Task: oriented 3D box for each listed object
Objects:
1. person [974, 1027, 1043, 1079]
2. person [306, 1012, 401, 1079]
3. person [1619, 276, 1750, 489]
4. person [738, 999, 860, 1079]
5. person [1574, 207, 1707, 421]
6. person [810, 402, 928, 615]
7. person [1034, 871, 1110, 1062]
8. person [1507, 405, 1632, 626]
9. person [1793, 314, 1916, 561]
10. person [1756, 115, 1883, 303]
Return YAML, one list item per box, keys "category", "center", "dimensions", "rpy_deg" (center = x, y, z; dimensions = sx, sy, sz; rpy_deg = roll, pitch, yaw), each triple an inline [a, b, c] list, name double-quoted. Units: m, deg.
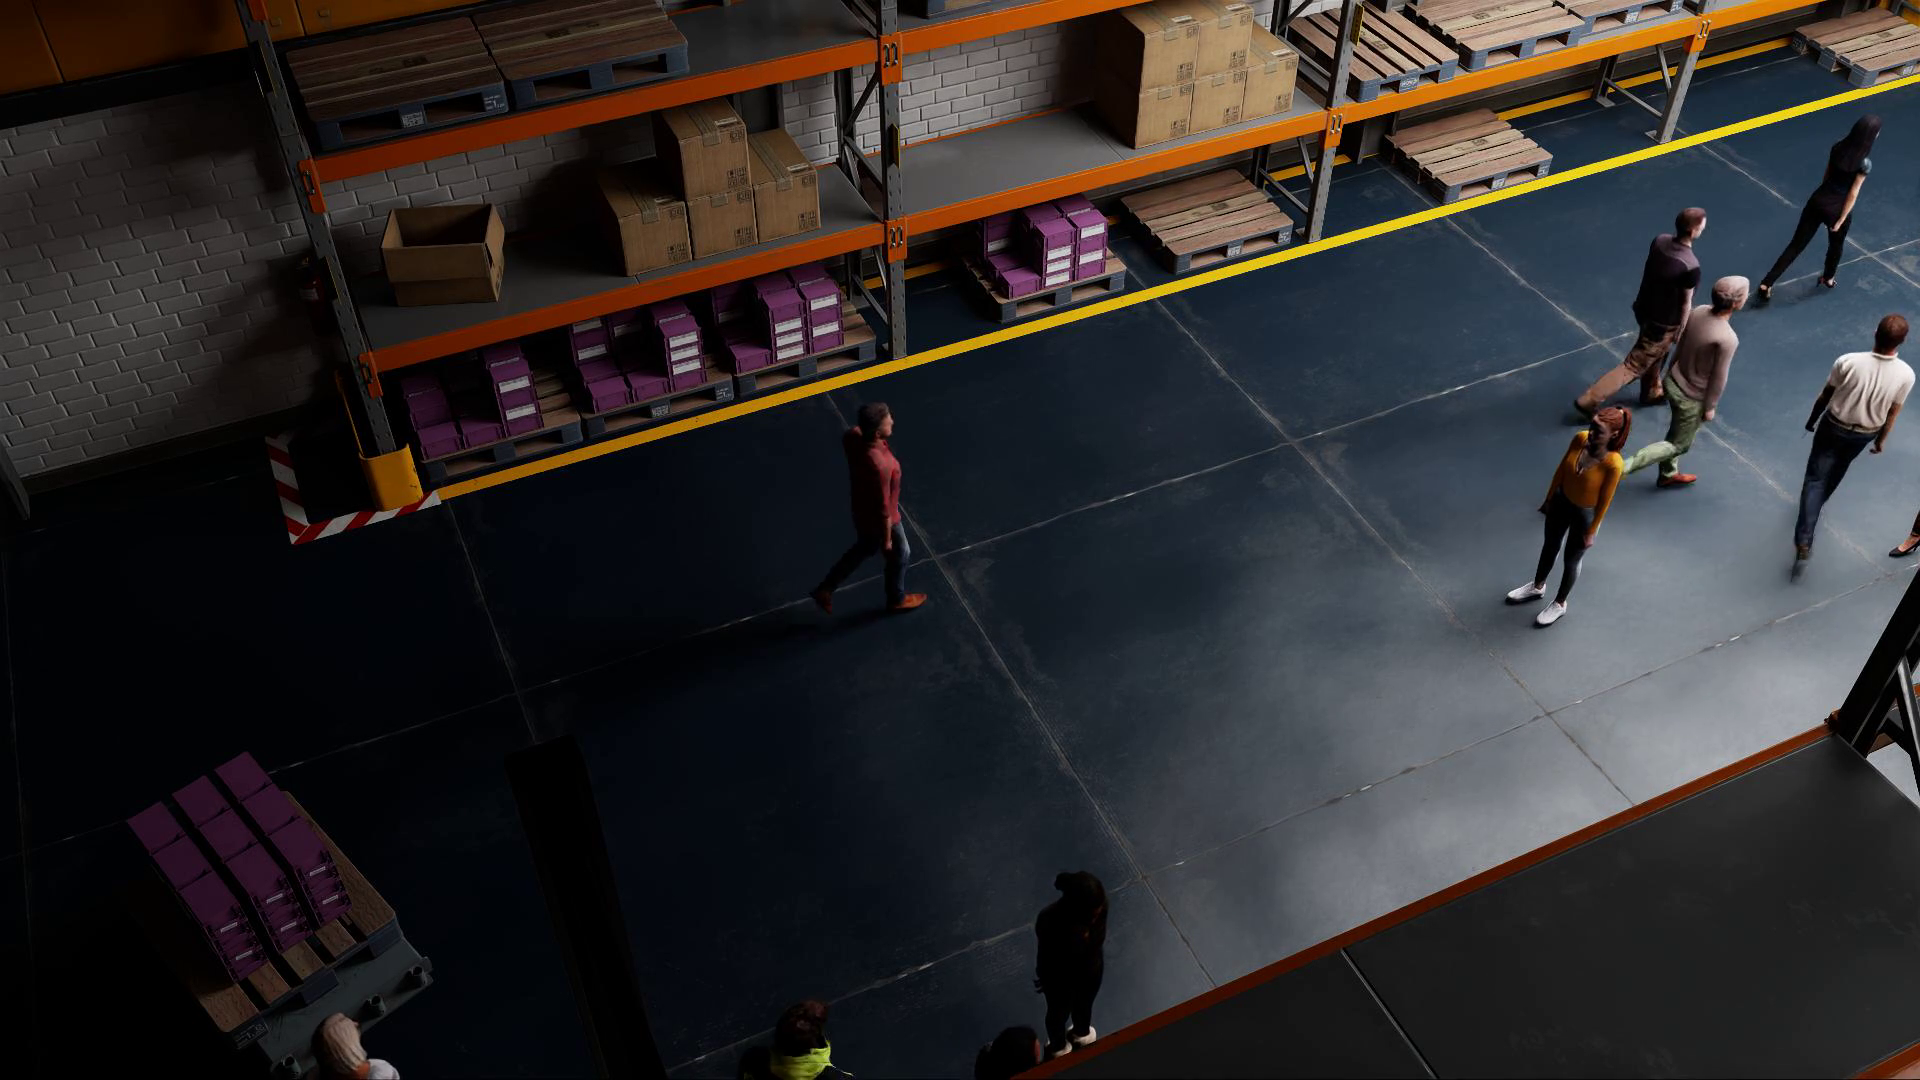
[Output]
- category: "person"
  center: [0.125, 2.813, 7.833]
  dimensions: [0.747, 1.596, 0.645]
  rpy_deg: [-16, 46, -17]
- category: "person"
  center: [-2.710, 2.762, 7.776]
  dimensions: [0.567, 1.749, 0.692]
  rpy_deg: [-2, 44, -3]
- category: "person"
  center: [5.033, -1.013, 11.665]
  dimensions: [1.185, 1.851, 0.909]
  rpy_deg: [-4, 44, -5]
- category: "person"
  center: [-0.728, 2.828, 7.576]
  dimensions: [1.209, 1.930, 1.317]
  rpy_deg: [18, 47, 18]
- category: "person"
  center: [5.105, -1.648, 12.365]
  dimensions: [1.252, 1.804, 0.903]
  rpy_deg: [-7, 44, -7]
- category: "person"
  center: [-0.628, -0.149, 10.788]
  dimensions: [1.013, 1.809, 0.705]
  rpy_deg: [-19, 47, -19]
- category: "person"
  center: [0.564, 2.177, 8.455]
  dimensions: [0.592, 1.659, 0.658]
  rpy_deg: [0, 44, 0]
- category: "person"
  center: [4.020, -0.178, 10.860]
  dimensions: [0.569, 1.751, 0.605]
  rpy_deg: [-21, 48, -21]
- category: "person"
  center: [6.015, -0.663, 11.326]
  dimensions: [1.181, 1.812, 1.265]
  rpy_deg: [15, 46, 15]
- category: "person"
  center: [6.964, -2.642, 13.492]
  dimensions: [1.106, 1.688, 0.596]
  rpy_deg: [-20, 47, -19]
